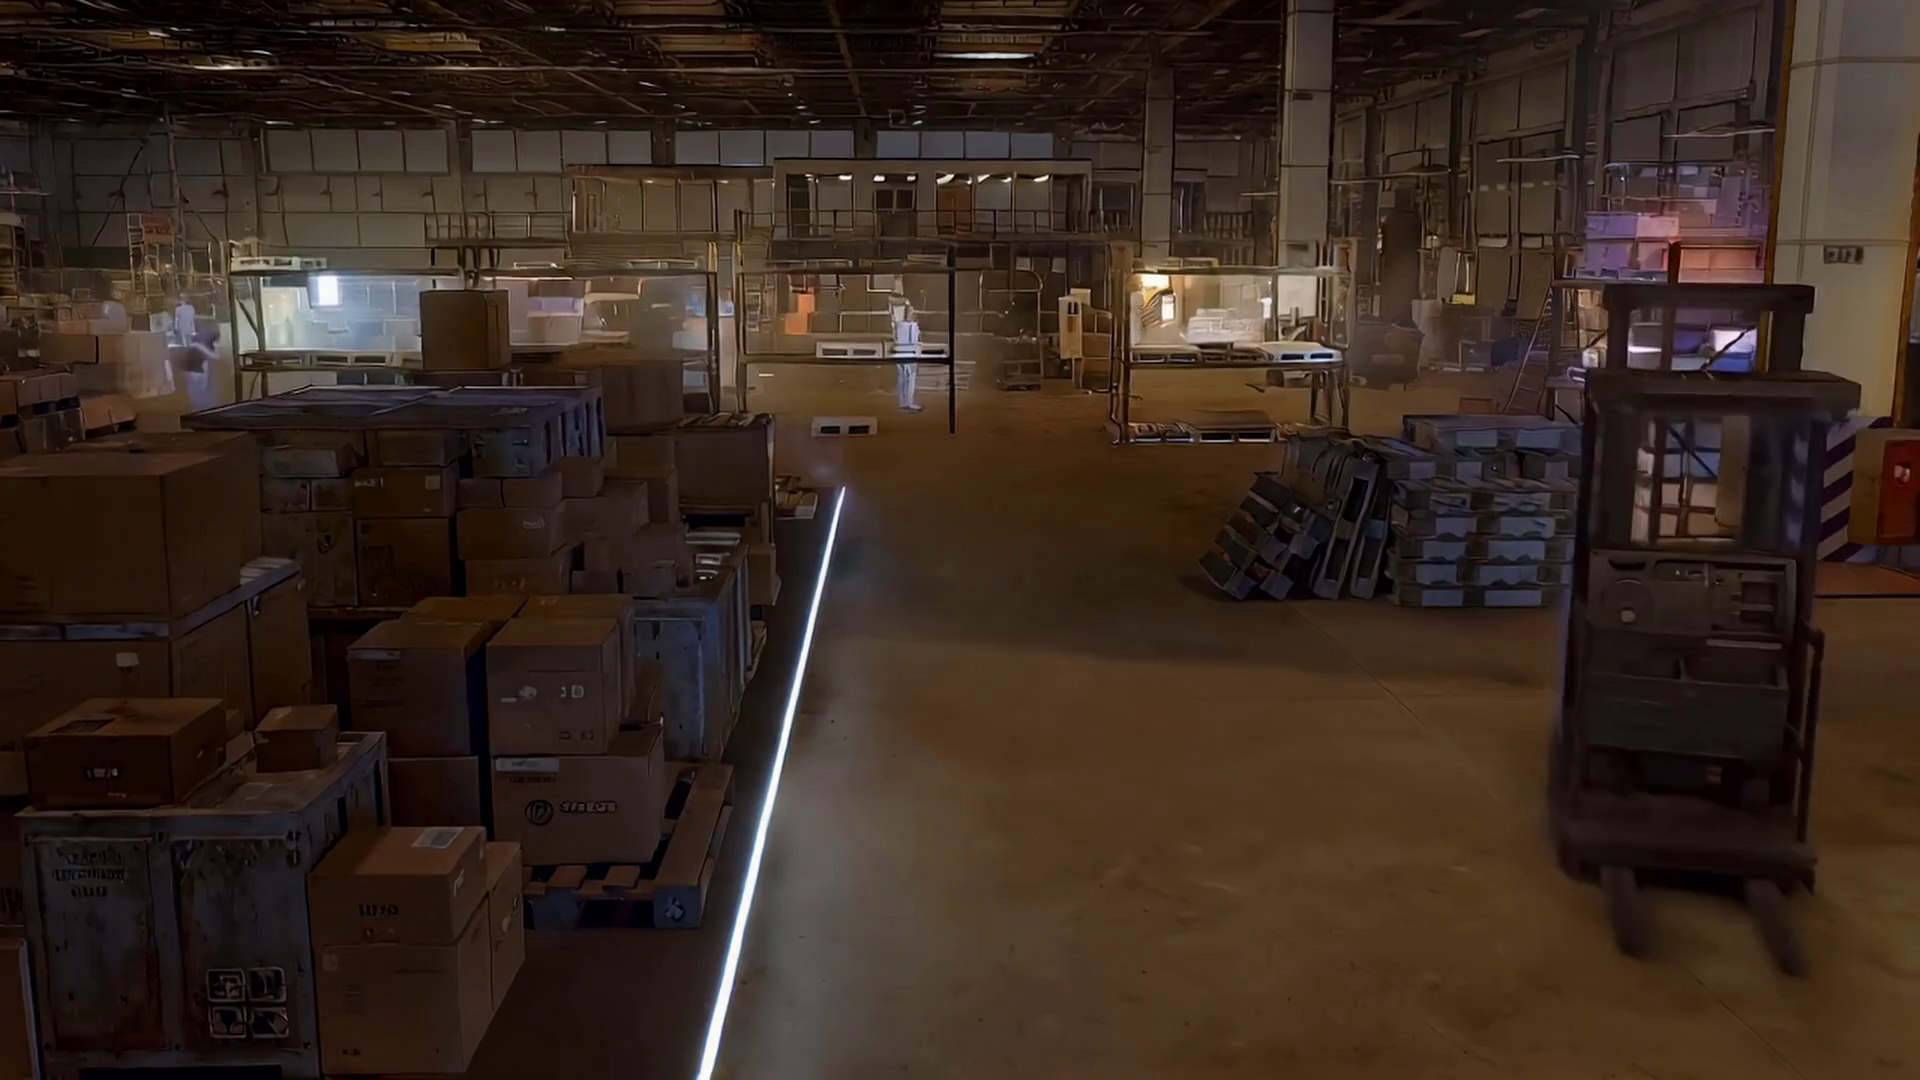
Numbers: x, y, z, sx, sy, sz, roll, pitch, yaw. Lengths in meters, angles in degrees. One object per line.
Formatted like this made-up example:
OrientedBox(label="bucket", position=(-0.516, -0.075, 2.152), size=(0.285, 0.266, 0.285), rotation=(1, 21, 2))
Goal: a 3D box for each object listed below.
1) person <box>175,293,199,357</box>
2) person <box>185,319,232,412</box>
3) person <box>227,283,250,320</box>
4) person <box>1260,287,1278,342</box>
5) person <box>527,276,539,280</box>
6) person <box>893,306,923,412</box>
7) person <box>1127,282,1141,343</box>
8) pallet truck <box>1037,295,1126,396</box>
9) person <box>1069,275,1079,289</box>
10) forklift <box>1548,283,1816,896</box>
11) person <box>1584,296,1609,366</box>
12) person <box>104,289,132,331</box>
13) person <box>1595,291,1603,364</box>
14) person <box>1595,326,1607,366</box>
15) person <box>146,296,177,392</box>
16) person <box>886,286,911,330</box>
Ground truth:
OrientedBox(label="person", position=(-17.951, -4.817, 38.673), size=(0.550, 1.851, 0.452), rotation=(-4, 11, -21))
OrientedBox(label="person", position=(-9.993, -1.947, 22.169), size=(0.541, 2.000, 0.691), rotation=(0, 10, 3))
OrientedBox(label="person", position=(-19.982, -6.182, 46.158), size=(0.590, 1.899, 0.626), rotation=(-2, 10, -13))
OrientedBox(label="person", position=(8.359, -5.955, 45.117), size=(0.287, 1.836, 0.658), rotation=(-5, 11, -26))
OrientedBox(label="person", position=(-18.626, -10.893, 72.578), size=(0.555, 1.833, 0.405), rotation=(-2, 10, -9))
OrientedBox(label="person", position=(-0.938, -3.236, 29.775), size=(0.572, 1.887, 0.354), rotation=(7, 12, 35))
OrientedBox(label="person", position=(5.168, -6.786, 49.700), size=(0.429, 1.837, 0.621), rotation=(5, 11, 26))
OrientedBox(label="pallet truck", position=(2.483, -3.881, 33.060), size=(1.885, 1.965, 0.823), rotation=(-7, 13, -36))
OrientedBox(label="person", position=(4.068, -8.561, 59.520), size=(0.752, 1.863, 0.583), rotation=(-9, 14, -42))
OrientedBox(label="forklift", position=(3.678, 0.096, 8.446), size=(1.129, 2.768, 1.873), rotation=(3, 11, 17))
OrientedBox(label="person", position=(14.909, -4.811, 38.878), size=(0.681, 1.783, 0.937), rotation=(5, 11, 26))
OrientedBox(label="person", position=(-19.981, -5.013, 39.634), size=(0.930, 1.896, 0.574), rotation=(4, 11, 22))
OrientedBox(label="person", position=(16.075, -5.353, 41.311), size=(0.403, 1.988, 0.619), rotation=(-7, 13, -36))
OrientedBox(label="person", position=(12.000, -3.415, 30.667), size=(0.589, 1.924, 0.383), rotation=(-1, 10, -8))
OrientedBox(label="person", position=(-16.190, -3.962, 33.642), size=(0.610, 1.957, 0.387), rotation=(6, 12, 31))
OrientedBox(label="person", position=(-1.594, -5.758, 43.898), size=(0.631, 1.882, 1.082), rotation=(2, 10, 10))
